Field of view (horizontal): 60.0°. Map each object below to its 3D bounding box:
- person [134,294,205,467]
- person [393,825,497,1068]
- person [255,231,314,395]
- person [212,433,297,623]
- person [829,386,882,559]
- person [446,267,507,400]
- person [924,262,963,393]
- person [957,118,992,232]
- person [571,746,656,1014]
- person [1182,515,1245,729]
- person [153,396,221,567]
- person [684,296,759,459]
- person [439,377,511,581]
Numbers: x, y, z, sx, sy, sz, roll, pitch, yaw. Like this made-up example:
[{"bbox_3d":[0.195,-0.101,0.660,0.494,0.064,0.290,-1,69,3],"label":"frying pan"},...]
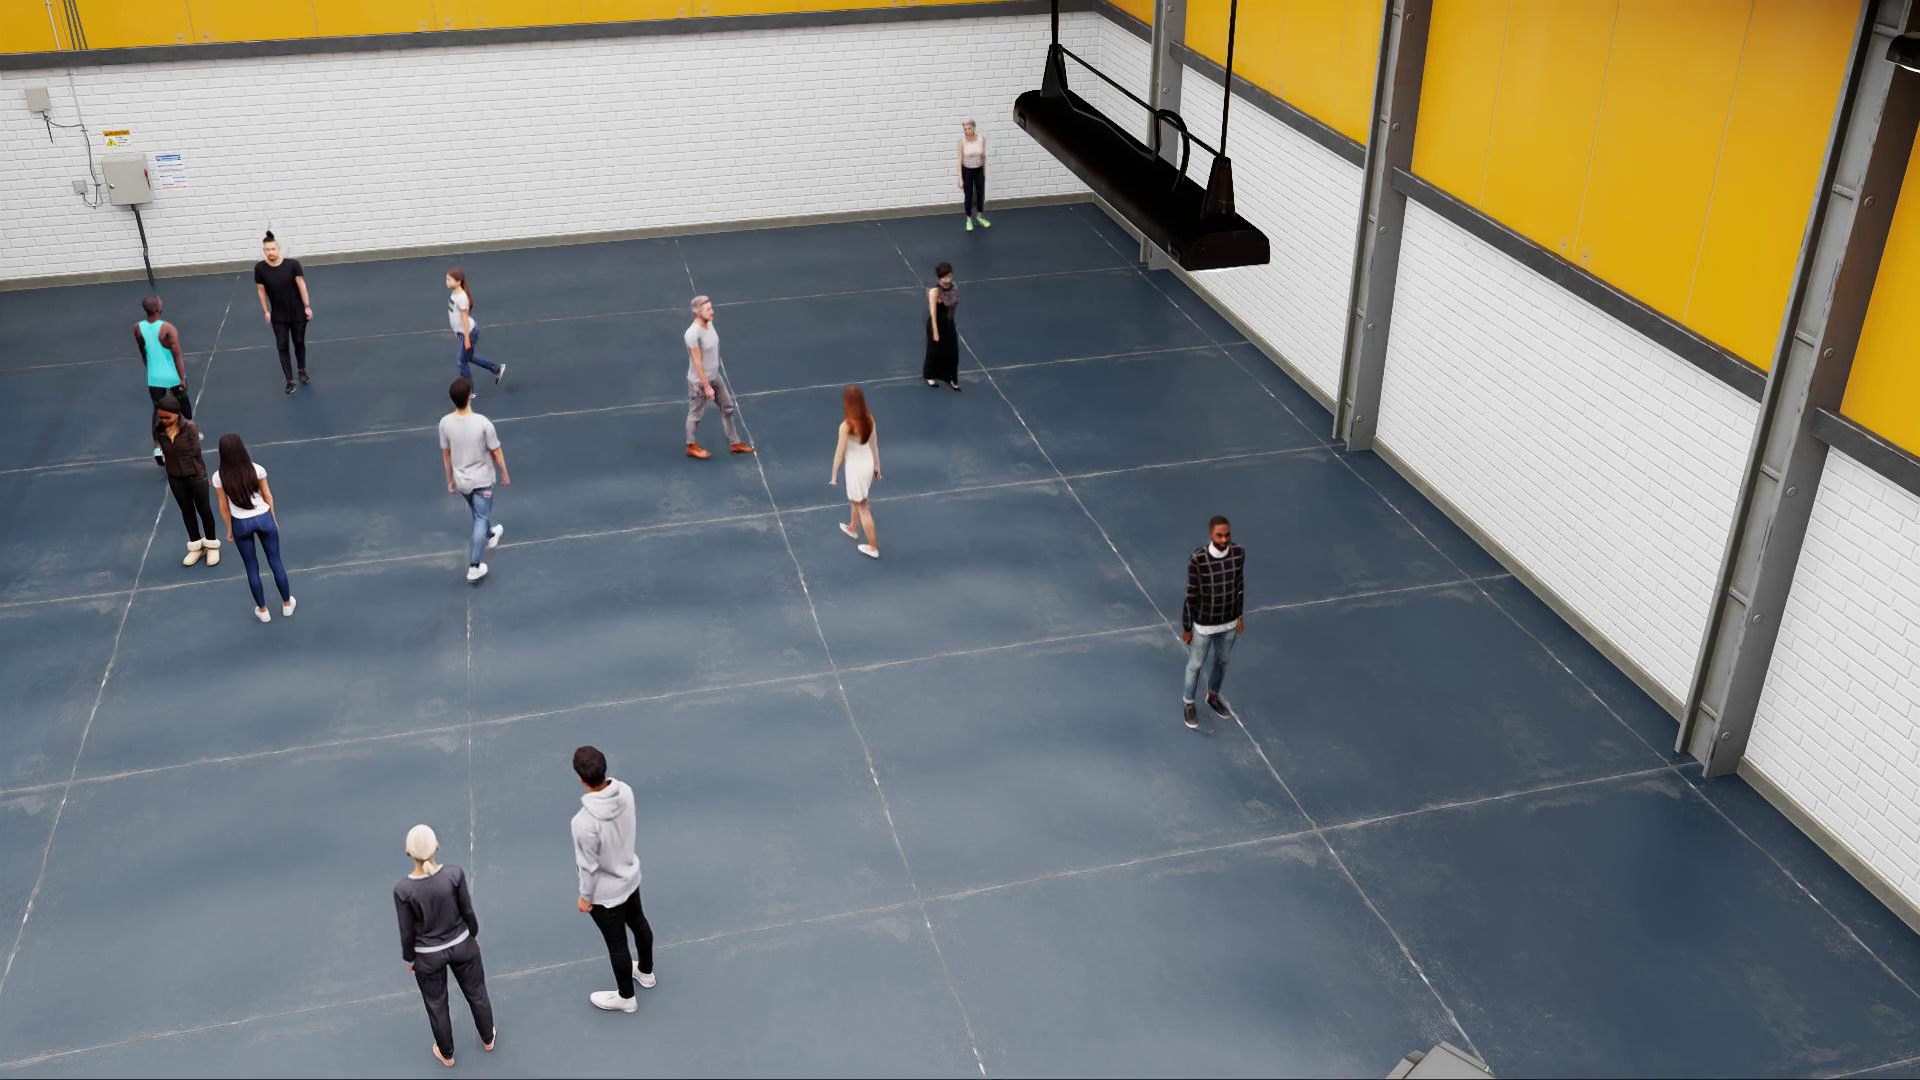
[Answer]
[{"bbox_3d":[-8.289,-1.640,17.256,0.814,1.775,1.216,-2,29,-3],"label":"person"},{"bbox_3d":[-3.076,2.405,9.892,0.648,1.725,0.590,-14,31,-23],"label":"person"},{"bbox_3d":[-7.711,-2.662,19.063,0.736,1.839,0.958,-10,30,-18],"label":"person"},{"bbox_3d":[-6.137,-0.108,14.447,0.616,1.775,0.564,-12,31,-21],"label":"person"},{"bbox_3d":[-0.873,-0.604,15.447,0.851,1.689,0.997,-25,37,-38],"label":"person"},{"bbox_3d":[-5.528,-2.356,18.803,0.677,1.550,0.856,-12,31,-21],"label":"person"},{"bbox_3d":[-0.246,-2.449,18.957,0.900,1.567,0.780,23,36,36],"label":"person"},{"bbox_3d":[0.179,-5.301,24.080,0.713,1.667,0.658,-18,33,-29],"label":"person"},{"bbox_3d":[-2.136,2.086,10.267,0.826,1.926,0.740,12,31,21],"label":"person"},{"bbox_3d":[1.985,0.602,13.098,0.690,1.821,0.571,-9,30,-16],"label":"person"},{"bbox_3d":[-7.171,-0.587,15.446,0.656,1.660,0.606,-7,29,-13],"label":"person"},{"bbox_3d":[-2.747,-1.670,17.284,1.084,1.801,1.080,10,30,18],"label":"person"},{"bbox_3d":[-4.447,-0.520,15.135,0.982,1.840,1.302,3,29,5],"label":"person"}]
